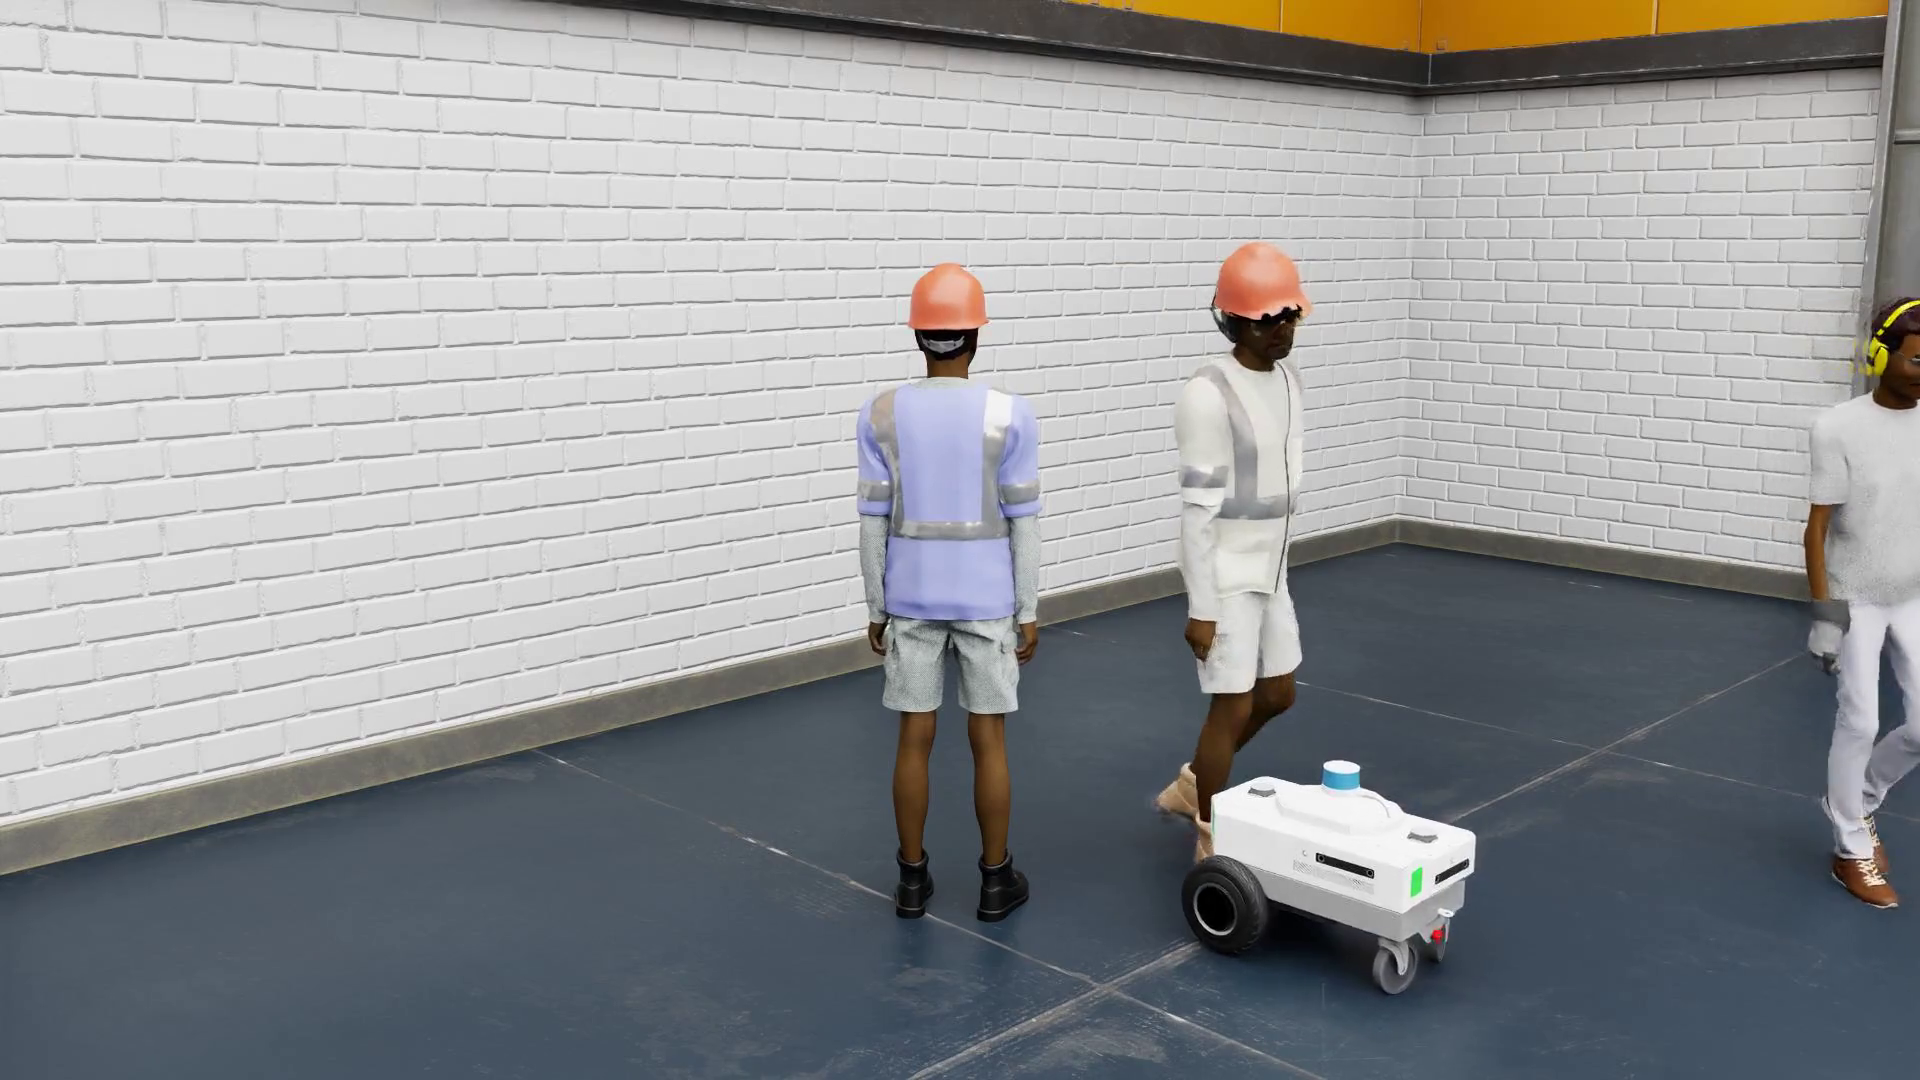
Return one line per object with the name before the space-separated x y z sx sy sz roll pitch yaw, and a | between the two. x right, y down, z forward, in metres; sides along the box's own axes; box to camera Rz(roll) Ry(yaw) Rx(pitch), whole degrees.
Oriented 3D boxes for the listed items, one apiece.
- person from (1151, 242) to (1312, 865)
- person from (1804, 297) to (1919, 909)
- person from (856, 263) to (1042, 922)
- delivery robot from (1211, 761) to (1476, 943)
person | 0.824 0.098 5.126 0.633 2.004 0.657 9 13 39
person | 2.781 0.196 5.004 0.563 1.845 0.418 -1 10 -7
person | -0.027 0.169 4.894 0.542 1.943 0.349 2 11 9
delivery robot | 1.058 0.862 4.644 0.707 0.478 0.477 10 14 44
